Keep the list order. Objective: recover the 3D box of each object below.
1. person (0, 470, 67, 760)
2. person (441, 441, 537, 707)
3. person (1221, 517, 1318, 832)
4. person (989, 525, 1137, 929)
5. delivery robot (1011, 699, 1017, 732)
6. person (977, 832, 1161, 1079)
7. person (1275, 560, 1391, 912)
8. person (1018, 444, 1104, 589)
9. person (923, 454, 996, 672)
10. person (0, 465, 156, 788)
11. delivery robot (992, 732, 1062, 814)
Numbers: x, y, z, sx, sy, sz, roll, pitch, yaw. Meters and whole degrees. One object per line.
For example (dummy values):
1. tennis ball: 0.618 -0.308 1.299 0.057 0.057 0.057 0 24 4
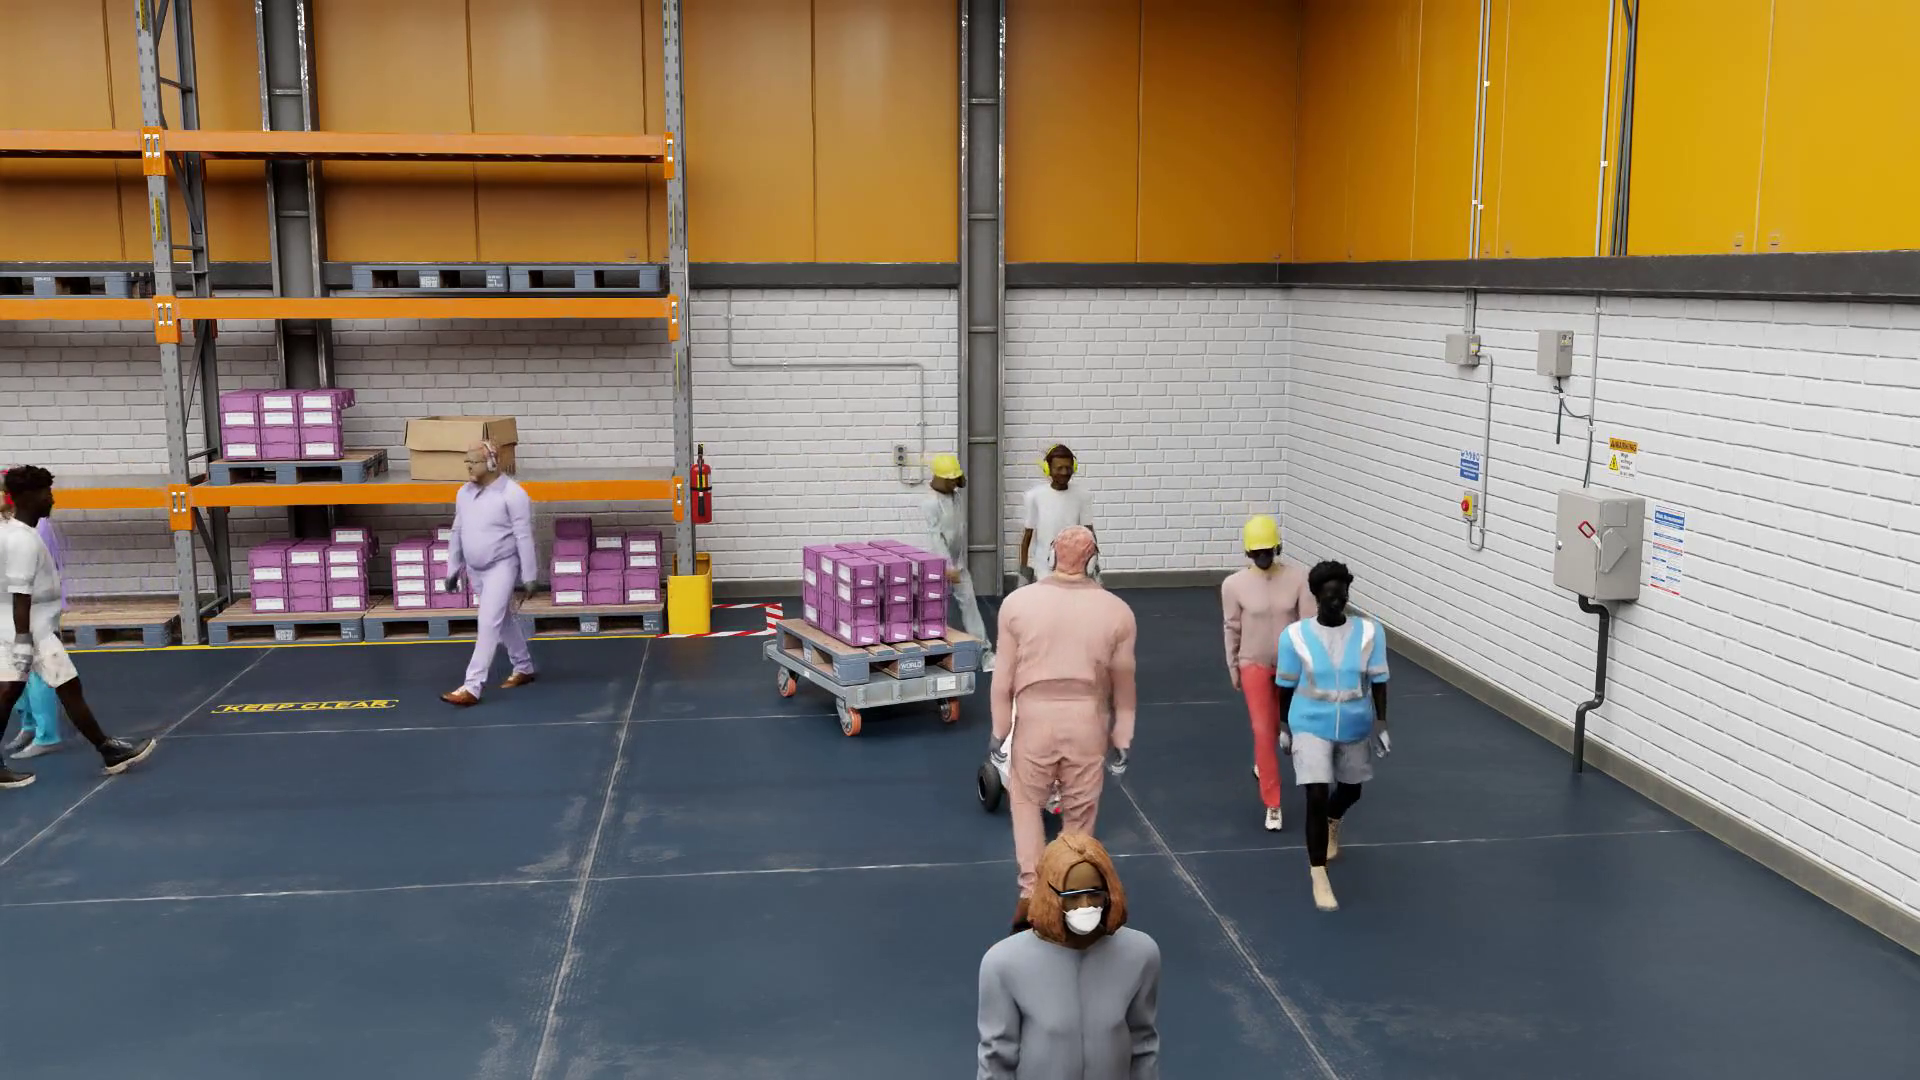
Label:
1. person: -5.841 0.471 10.355 0.563 1.830 0.462 8 12 41
2. person: -3.377 0.221 11.838 0.675 1.851 1.006 6 11 32
3. person: 1.726 0.691 9.357 0.530 1.703 0.948 -1 9 -4
4. person: 0.473 0.880 7.642 0.687 1.878 0.531 0 9 2
5. delivery robot: 0.427 1.127 9.920 0.477 0.478 0.707 0 9 0
6. person: 0.286 1.540 4.277 0.498 1.633 0.282 -3 10 -17
7. person: 1.806 0.899 8.171 0.540 1.669 0.776 0 9 1
8. person: 0.734 0.254 11.690 0.522 1.833 0.788 -3 10 -20
9. person: -0.102 0.185 12.571 0.901 1.683 0.479 7 11 35
10. person: -5.396 0.503 9.857 0.983 1.911 0.632 -7 11 -37
11. delivery robot: 0.429 1.244 9.191 0.477 0.478 0.707 -3 9 -17
